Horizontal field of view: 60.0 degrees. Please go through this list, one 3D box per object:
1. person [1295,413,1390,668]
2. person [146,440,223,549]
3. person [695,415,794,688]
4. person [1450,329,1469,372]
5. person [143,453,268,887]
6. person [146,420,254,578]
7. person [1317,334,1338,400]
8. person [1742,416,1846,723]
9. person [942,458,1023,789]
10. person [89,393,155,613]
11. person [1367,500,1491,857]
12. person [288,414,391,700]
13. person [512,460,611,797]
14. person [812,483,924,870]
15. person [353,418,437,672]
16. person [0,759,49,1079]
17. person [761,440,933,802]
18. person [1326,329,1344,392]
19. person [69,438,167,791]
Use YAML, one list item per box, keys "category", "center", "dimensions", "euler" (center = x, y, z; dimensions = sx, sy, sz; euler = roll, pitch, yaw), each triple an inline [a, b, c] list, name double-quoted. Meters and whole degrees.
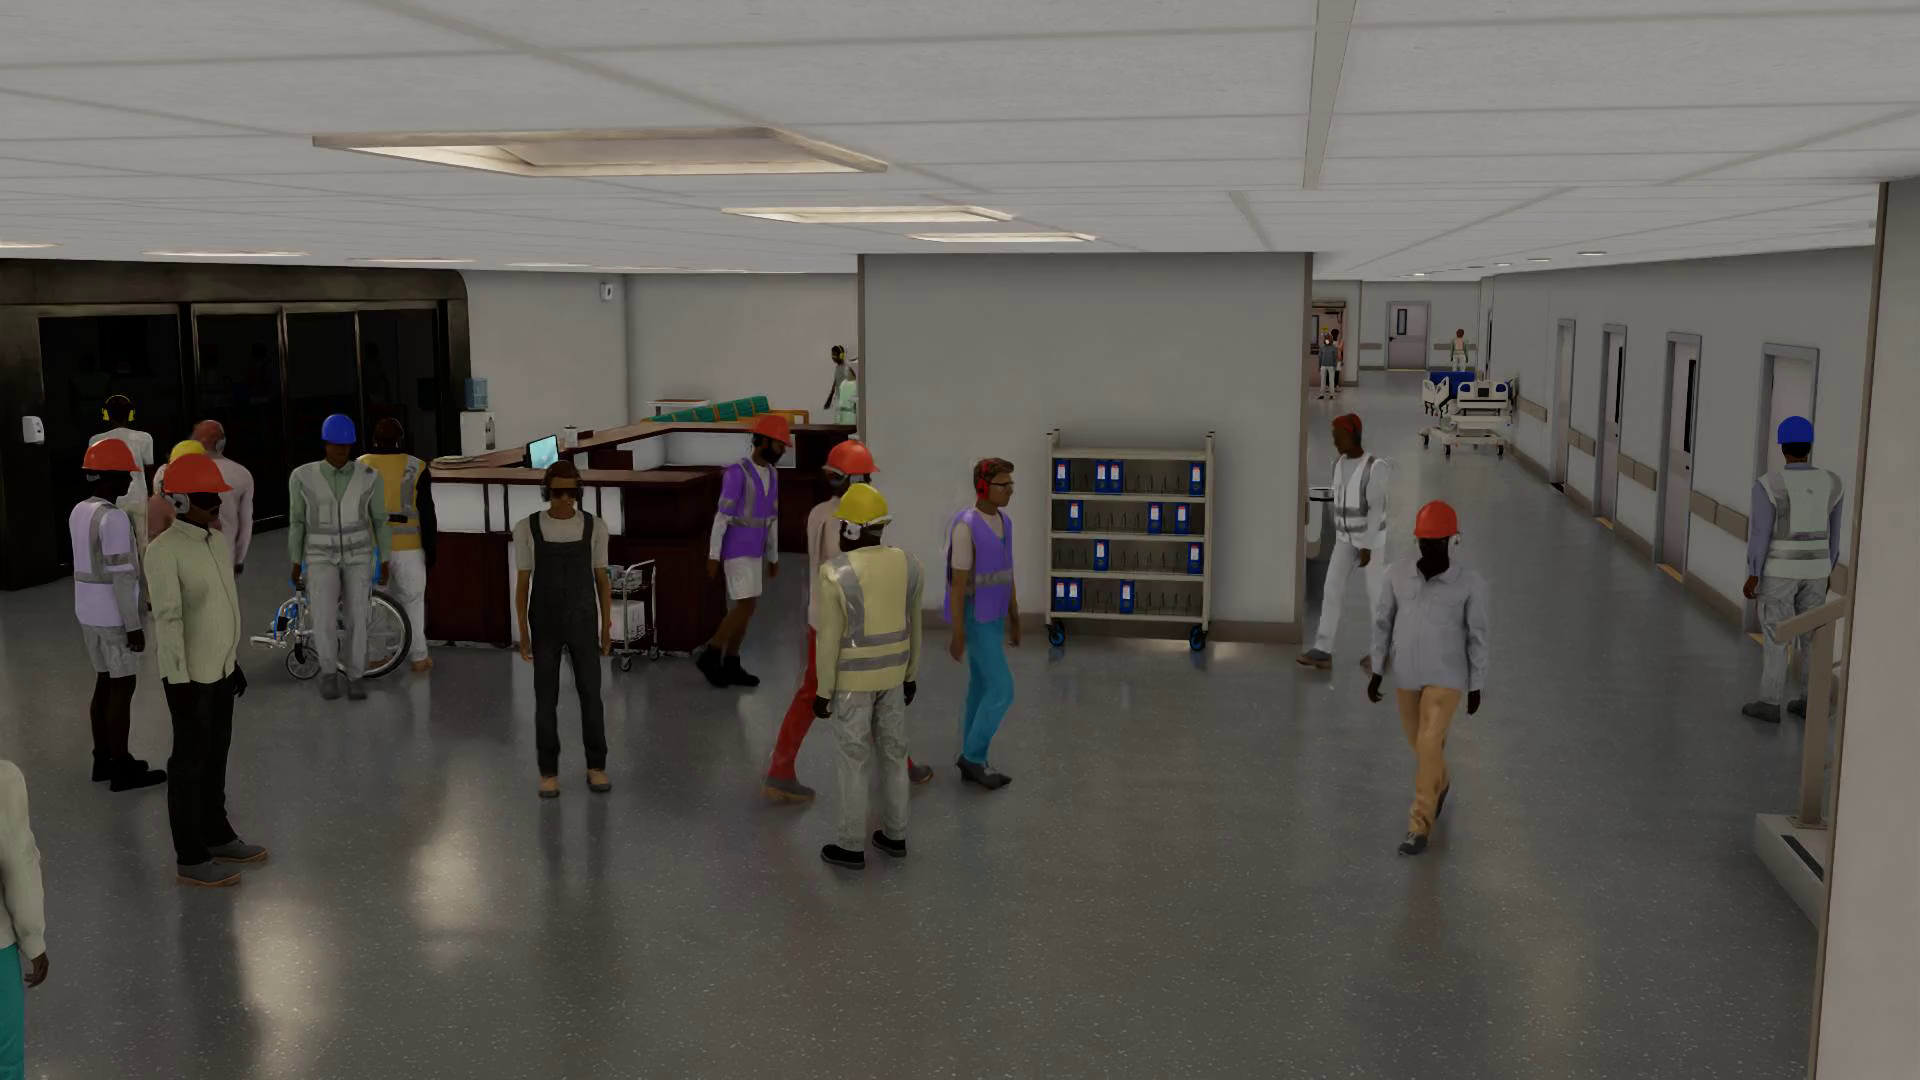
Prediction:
- category: "person"
  center: [2.790, 0.029, 11.955]
  dimensions: [0.904, 1.827, 0.608]
  euler: [-6, 10, -34]
- category: "person"
  center: [-5.219, 0.196, 11.120]
  dimensions: [0.549, 1.748, 0.553]
  euler: [4, 10, 26]
- category: "person"
  center: [-1.439, 0.088, 11.411]
  dimensions: [0.596, 1.885, 0.591]
  euler: [4, 9, 23]
- category: "person"
  center: [13.996, -5.096, 46.606]
  dimensions: [0.515, 1.645, 0.309]
  euler: [5, 10, 31]
- category: "person"
  center: [-3.511, 0.590, 7.715]
  dimensions: [0.376, 1.995, 0.612]
  euler: [0, 9, 0]
- category: "person"
  center: [-5.223, 0.101, 11.495]
  dimensions: [0.667, 1.845, 0.842]
  euler: [-2, 9, -14]
- category: "person"
  center: [9.148, -4.304, 41.391]
  dimensions: [0.504, 1.633, 0.279]
  euler: [5, 10, 29]
- category: "person"
  center: [5.261, 0.191, 10.536]
  dimensions: [0.605, 1.943, 0.402]
  euler: [-1, 9, -6]
- category: "person"
  center: [0.155, 0.460, 9.115]
  dimensions: [0.490, 1.828, 0.605]
  euler: [4, 9, 23]
- category: "person"
  center: [-7.011, -0.292, 13.974]
  dimensions: [0.521, 1.874, 0.328]
  euler: [-6, 10, -35]
- category: "person"
  center: [2.365, 0.637, 8.322]
  dimensions: [0.554, 1.718, 0.871]
  euler: [7, 11, 39]
- category: "person"
  center: [-4.098, 0.124, 11.024]
  dimensions: [0.634, 1.924, 0.448]
  euler: [-4, 10, -27]
- category: "person"
  center: [-2.145, 0.477, 9.009]
  dimensions: [0.505, 1.837, 0.345]
  euler: [-3, 9, -17]
- category: "person"
  center: [-0.451, 0.641, 7.909]
  dimensions: [0.599, 1.834, 0.404]
  euler: [-7, 11, -39]
- category: "person"
  center: [-4.062, 0.044, 11.900]
  dimensions: [0.647, 1.835, 0.431]
  euler: [0, 9, -2]
- category: "person"
  center: [-2.866, 1.163, 4.703]
  dimensions: [0.523, 1.760, 0.327]
  euler: [-3, 9, -18]
- category: "person"
  center: [-0.642, 0.436, 8.918]
  dimensions: [1.017, 1.954, 0.615]
  euler: [-7, 11, -38]
- category: "person"
  center: [9.963, -4.774, 44.288]
  dimensions: [0.540, 1.697, 0.317]
  euler: [-1, 9, -4]
- category: "person"
  center: [-4.653, 0.405, 9.175]
  dimensions: [0.550, 1.928, 0.389]
  euler: [8, 12, 42]
